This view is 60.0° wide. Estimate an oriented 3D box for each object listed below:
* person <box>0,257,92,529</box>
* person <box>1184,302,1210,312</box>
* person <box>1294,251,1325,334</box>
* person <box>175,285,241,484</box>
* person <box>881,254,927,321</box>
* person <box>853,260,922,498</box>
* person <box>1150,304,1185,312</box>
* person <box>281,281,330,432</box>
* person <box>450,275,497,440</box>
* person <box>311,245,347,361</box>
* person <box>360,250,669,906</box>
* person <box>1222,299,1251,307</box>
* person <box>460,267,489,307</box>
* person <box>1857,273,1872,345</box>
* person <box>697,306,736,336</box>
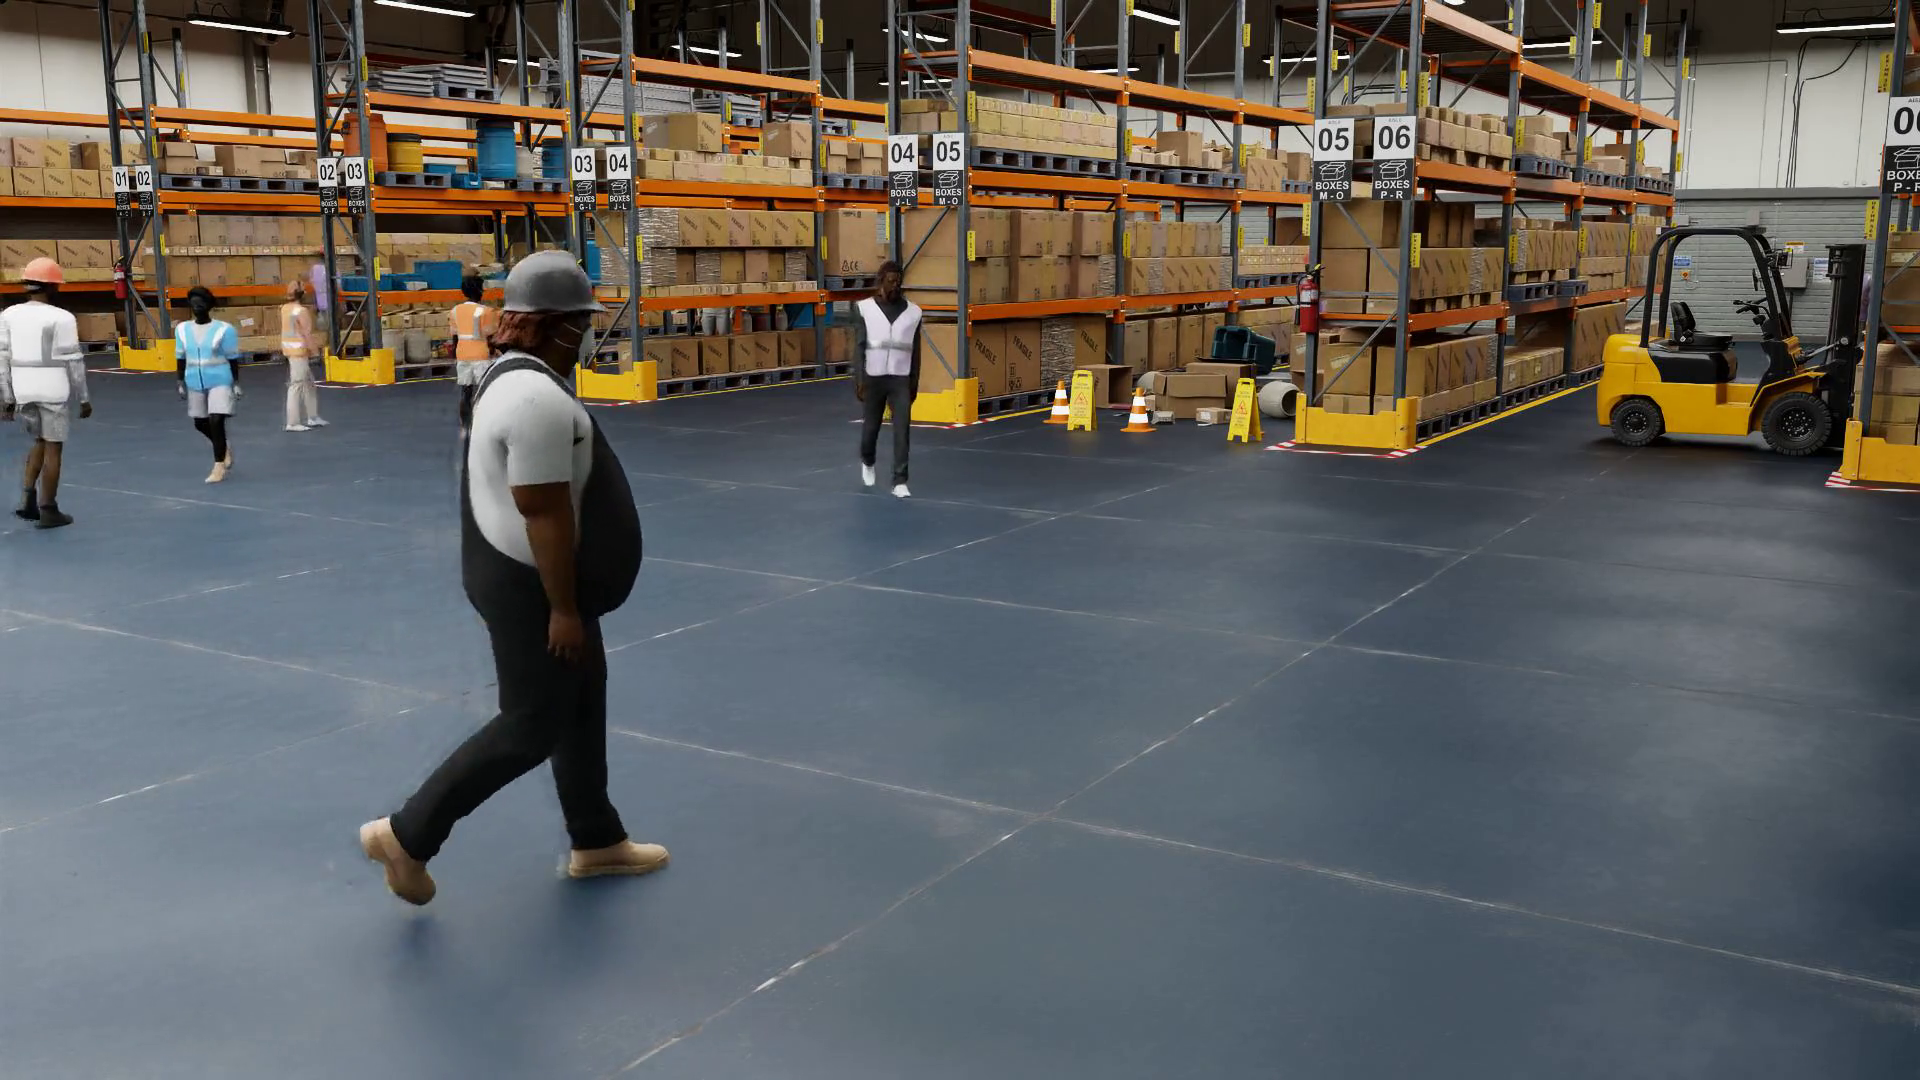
[{"bbox_3d":[-6.503,-1.038,11.846,0.567,1.915,0.443,2,10,8],"label":"person"},{"bbox_3d":[4.632,-4.798,32.718,0.611,1.985,0.393,2,10,9],"label":"person"},{"bbox_3d":[5.269,-3.355,24.850,0.812,1.915,0.556,-9,14,-42],"label":"person"},{"bbox_3d":[-6.409,-1.345,14.264,0.540,1.678,0.702,0,10,1],"label":"person"},{"bbox_3d":[-0.709,-2.618,20.785,0.650,1.888,0.662,6,12,30],"label":"person"},{"bbox_3d":[-0.598,-1.325,13.532,0.589,1.895,0.876,-3,10,-14],"label":"person"},{"bbox_3d":[3.518,-4.070,28.583,0.614,2.020,0.928,8,13,36],"label":"person"},{"bbox_3d":[-7.044,-1.985,17.976,0.664,1.613,0.552,-9,14,-43],"label":"person"},{"bbox_3d":[-4.981,-1.865,17.100,0.540,1.695,0.316,5,11,26],"label":"person"},{"bbox_3d":[-10.345,-3.862,27.365,0.632,2.022,0.461,6,12,30],"label":"person"},{"bbox_3d":[-1.371,0.114,5.051,0.861,2.000,0.680,-3,11,-17],"label":"person"},{"bbox_3d":[4.951,-4.273,29.989,0.556,1.920,0.805,6,12,32],"label":"person"},{"bbox_3d":[-8.499,-4.003,29.327,0.517,1.595,0.784,5,11,25],"label":"person"},{"bbox_3d":[12.791,-3.181,23.854,0.584,1.919,0.388,6,12,29],"label":"person"},{"bbox_3d":[-3.702,-3.439,25.283,0.623,1.932,0.370,0,10,3],"label":"person"}]
